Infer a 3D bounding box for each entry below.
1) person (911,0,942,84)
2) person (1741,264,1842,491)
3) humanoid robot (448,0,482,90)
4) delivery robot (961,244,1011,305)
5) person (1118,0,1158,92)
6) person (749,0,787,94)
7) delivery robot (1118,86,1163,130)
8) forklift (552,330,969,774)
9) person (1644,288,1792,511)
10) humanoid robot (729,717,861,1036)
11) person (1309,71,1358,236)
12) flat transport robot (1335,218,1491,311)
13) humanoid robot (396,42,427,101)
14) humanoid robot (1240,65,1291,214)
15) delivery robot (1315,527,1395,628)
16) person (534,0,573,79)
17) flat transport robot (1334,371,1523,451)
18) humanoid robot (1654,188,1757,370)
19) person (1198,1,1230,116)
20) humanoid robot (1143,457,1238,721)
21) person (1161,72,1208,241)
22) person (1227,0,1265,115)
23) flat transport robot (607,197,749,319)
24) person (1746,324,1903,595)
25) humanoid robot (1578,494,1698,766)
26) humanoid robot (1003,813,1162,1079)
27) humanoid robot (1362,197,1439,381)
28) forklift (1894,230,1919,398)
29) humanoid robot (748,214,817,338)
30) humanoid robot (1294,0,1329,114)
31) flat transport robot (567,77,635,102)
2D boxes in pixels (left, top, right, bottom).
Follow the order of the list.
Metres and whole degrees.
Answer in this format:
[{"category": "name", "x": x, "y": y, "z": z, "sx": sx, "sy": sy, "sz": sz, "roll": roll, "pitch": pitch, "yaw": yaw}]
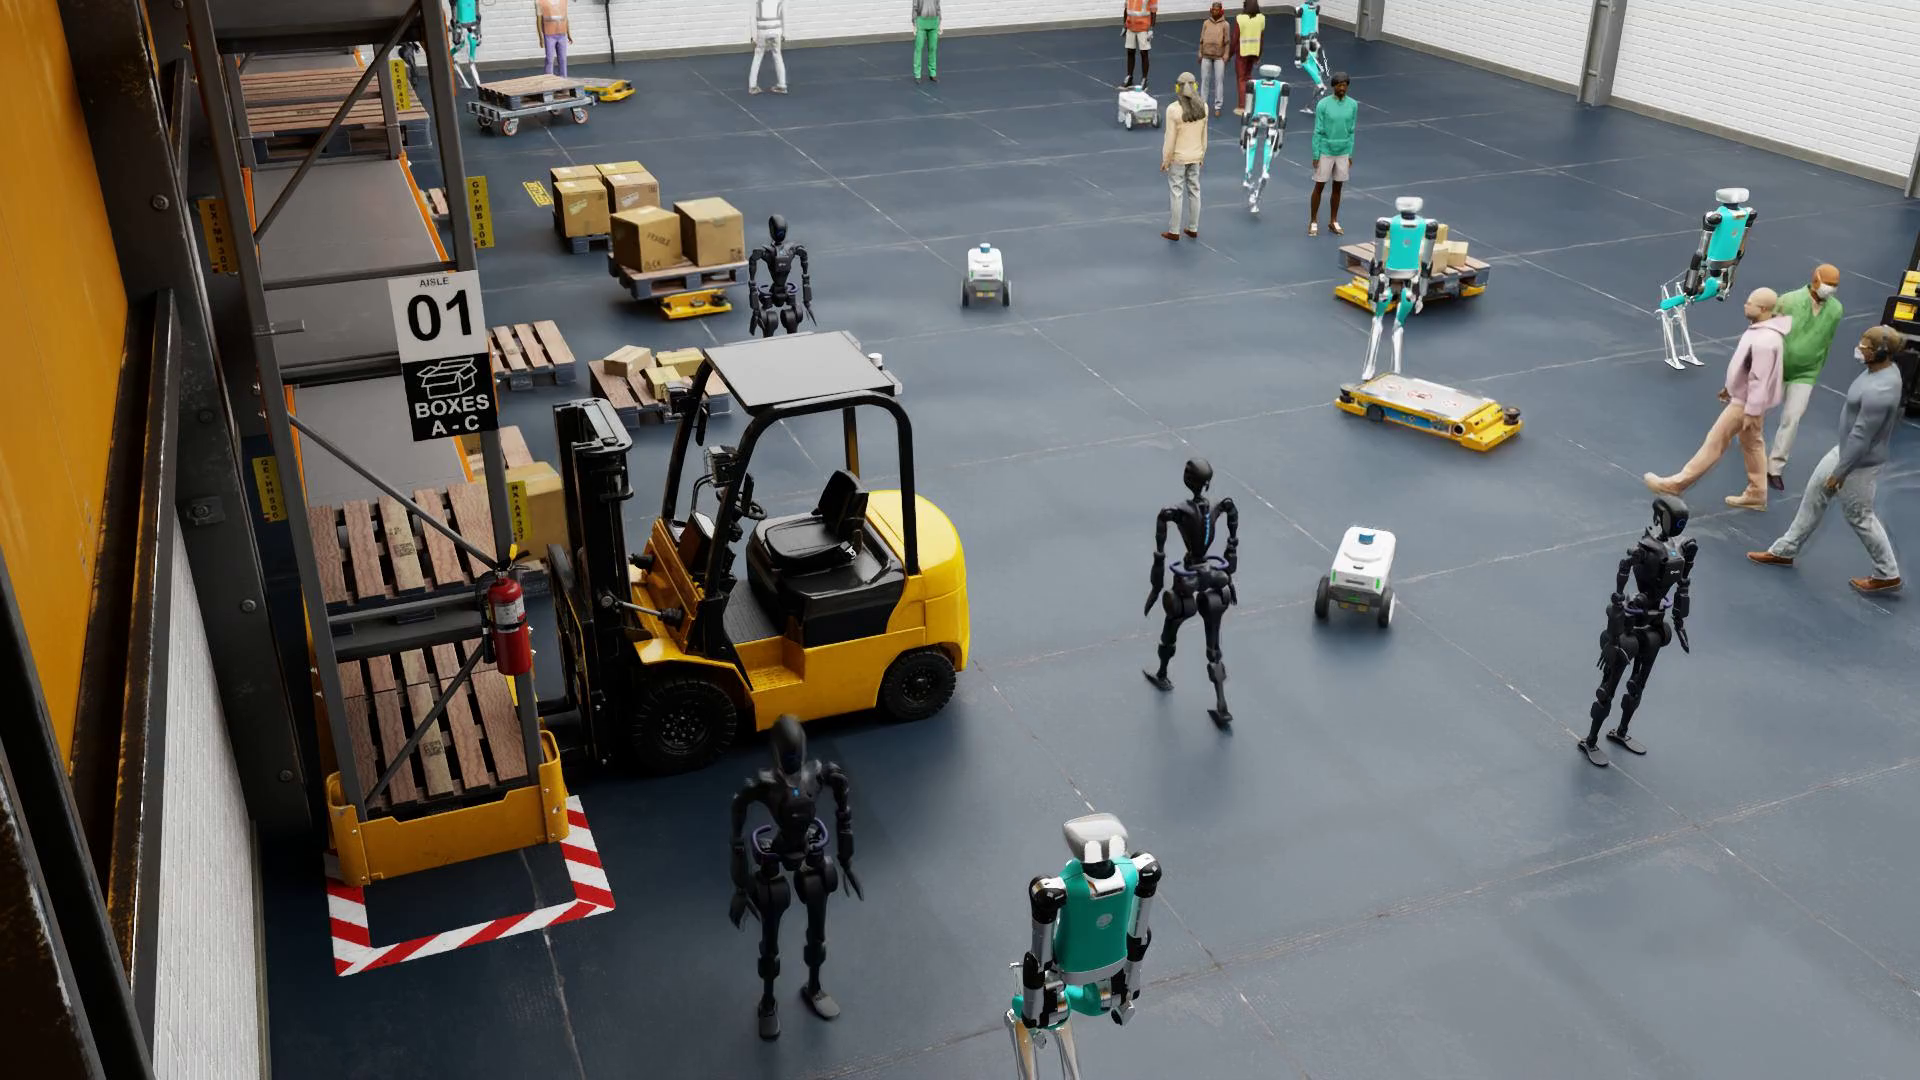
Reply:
[{"category": "person", "x": -0.535, "y": -8.296, "z": 26.747, "sx": 0.511, "sy": 1.836, "sz": 0.340, "roll": -10, "pitch": 28, "yaw": -19}, {"category": "person", "x": 6.507, "y": -1.362, "z": 13.062, "sx": 0.555, "sy": 1.742, "sz": 0.918, "roll": 8, "pitch": 28, "yaw": 15}, {"category": "humanoid robot", "x": -7.813, "y": -7.841, "z": 26.025, "sx": 0.792, "sy": 1.837, "sz": 0.559, "roll": 23, "pitch": 34, "yaw": 37}, {"category": "delivery robot", "x": 0.259, "y": -2.758, "z": 17.133, "sx": 0.499, "sy": 0.576, "sz": 0.751, "roll": 0, "pitch": 27, "yaw": -1}, {"category": "person", "x": 2.802, "y": -8.063, "z": 26.142, "sx": 0.602, "sy": 1.961, "sz": 0.368, "roll": 19, "pitch": 33, "yaw": 33}, {"category": "person", "x": -3.002, "y": -7.906, "z": 25.943, "sx": 0.645, "sy": 1.862, "sz": 0.402, "roll": -6, "pitch": 27, "yaw": -11}, {"category": "delivery robot", "x": 2.595, "y": -6.265, "z": 24.148, "sx": 0.499, "sy": 0.610, "sz": 0.788, "roll": -8, "pitch": 28, "yaw": -16}, {"category": "forklift", "x": -1.094, "y": 0.010, "z": 9.831, "sx": 2.313, "sy": 2.155, "sz": 1.214, "roll": -10, "pitch": 28, "yaw": -20}, {"category": "person", "x": 5.754, "y": -1.056, "z": 12.452, "sx": 0.907, "sy": 1.737, "sz": 0.553, "roll": 14, "pitch": 30, "yaw": 25}, {"category": "humanoid robot", "x": -0.745, "y": 1.489, "z": 7.449, "sx": 0.609, "sy": 1.653, "sz": 0.323, "roll": -10, "pitch": 28, "yaw": -20}, {"category": "person", "x": 4.257, "y": -4.421, "z": 19.023, "sx": 0.506, "sy": 1.848, "sz": 0.385, "roll": -4, "pitch": 27, "yaw": -8}, {"category": "flat transport robot", "x": 4.664, "y": -2.633, "z": 17.226, "sx": 1.431, "sy": 0.231, "sz": 0.659, "roll": -13, "pitch": 29, "yaw": -23}, {"category": "humanoid robot", "x": -8.466, "y": -7.596, "z": 25.529, "sx": 0.368, "sy": 1.650, "sz": 0.584, "roll": -2, "pitch": 27, "yaw": -4}, {"category": "humanoid robot", "x": 3.547, "y": -4.676, "z": 19.645, "sx": 0.537, "sy": 1.716, "sz": 0.993, "roll": 7, "pitch": 28, "yaw": 14}, {"category": "delivery robot", "x": 2.708, "y": 0.232, "z": 11.228, "sx": 0.499, "sy": 0.613, "sz": 0.790, "roll": 10, "pitch": 28, "yaw": 19}, {"category": "person", "x": -6.285, "y": -7.811, "z": 25.772, "sx": 0.564, "sy": 1.841, "sz": 0.381, "roll": -22, "pitch": 34, "yaw": -37}, {"category": "flat transport robot", "x": 3.996, "y": -1.118, "z": 14.210, "sx": 1.431, "sy": 0.231, "sz": 0.659, "roll": 23, "pitch": 35, "yaw": 38}, {"category": "humanoid robot", "x": 6.616, "y": -2.392, "z": 14.962, "sx": 0.533, "sy": 1.677, "sz": 0.735, "roll": -10, "pitch": 28, "yaw": -20}, {"category": "person", "x": 3.761, "y": -7.133, "z": 24.634, "sx": 0.458, "sy": 1.651, "sz": 0.336, "roll": 11, "pitch": 29, "yaw": 21}, {"category": "humanoid robot", "x": 1.417, "y": 0.276, "z": 9.931, "sx": 0.587, "sy": 1.631, "sz": 0.777, "roll": -9, "pitch": 28, "yaw": -17}, {"category": "person", "x": 2.537, "y": -4.320, "z": 18.797, "sx": 0.553, "sy": 1.875, "sz": 0.397, "roll": -11, "pitch": 29, "yaw": -22}, {"category": "person", "x": 4.195, "y": -7.212, "z": 24.681, "sx": 0.480, "sy": 1.753, "sz": 0.594, "roll": -12, "pitch": 29, "yaw": -22}, {"category": "flat transport robot", "x": -2.902, "y": -2.602, "z": 17.163, "sx": 0.659, "sy": 0.231, "sz": 1.431, "roll": -13, "pitch": 29, "yaw": -23}, {"category": "person", "x": 6.101, "y": -0.551, "z": 11.295, "sx": 0.982, "sy": 1.903, "sz": 0.642, "roll": 12, "pitch": 29, "yaw": 22}, {"category": "humanoid robot", "x": 3.868, "y": 0.498, "z": 9.413, "sx": 0.599, "sy": 1.657, "sz": 0.315, "roll": -10, "pitch": 28, "yaw": -20}, {"category": "humanoid robot", "x": 0.419, "y": 1.723, "z": 6.777, "sx": 0.533, "sy": 1.677, "sz": 0.735, "roll": -10, "pitch": 28, "yaw": -20}, {"category": "humanoid robot", "x": 3.865, "y": -2.236, "z": 14.773, "sx": 0.531, "sy": 1.766, "sz": 0.693, "roll": 3, "pitch": 27, "yaw": 6}, {"category": "forklift", "x": 9.029, "y": -2.397, "z": 14.618, "sx": 1.214, "sy": 2.155, "sz": 2.313, "roll": 18, "pitch": 32, "yaw": 32}, {"category": "humanoid robot", "x": -1.548, "y": -2.010, "z": 14.406, "sx": 0.599, "sy": 1.654, "sz": 0.315, "roll": -10, "pitch": 28, "yaw": -20}, {"category": "humanoid robot", "x": 5.250, "y": -7.063, "z": 24.501, "sx": 0.545, "sy": 1.882, "sz": 0.762, "roll": -23, "pitch": 35, "yaw": -38}, {"category": "flat transport robot", "x": -5.886, "y": -7.050, "z": 26.011, "sx": 1.431, "sy": 0.231, "sz": 0.659, "roll": 6, "pitch": 27, "yaw": 12}]
